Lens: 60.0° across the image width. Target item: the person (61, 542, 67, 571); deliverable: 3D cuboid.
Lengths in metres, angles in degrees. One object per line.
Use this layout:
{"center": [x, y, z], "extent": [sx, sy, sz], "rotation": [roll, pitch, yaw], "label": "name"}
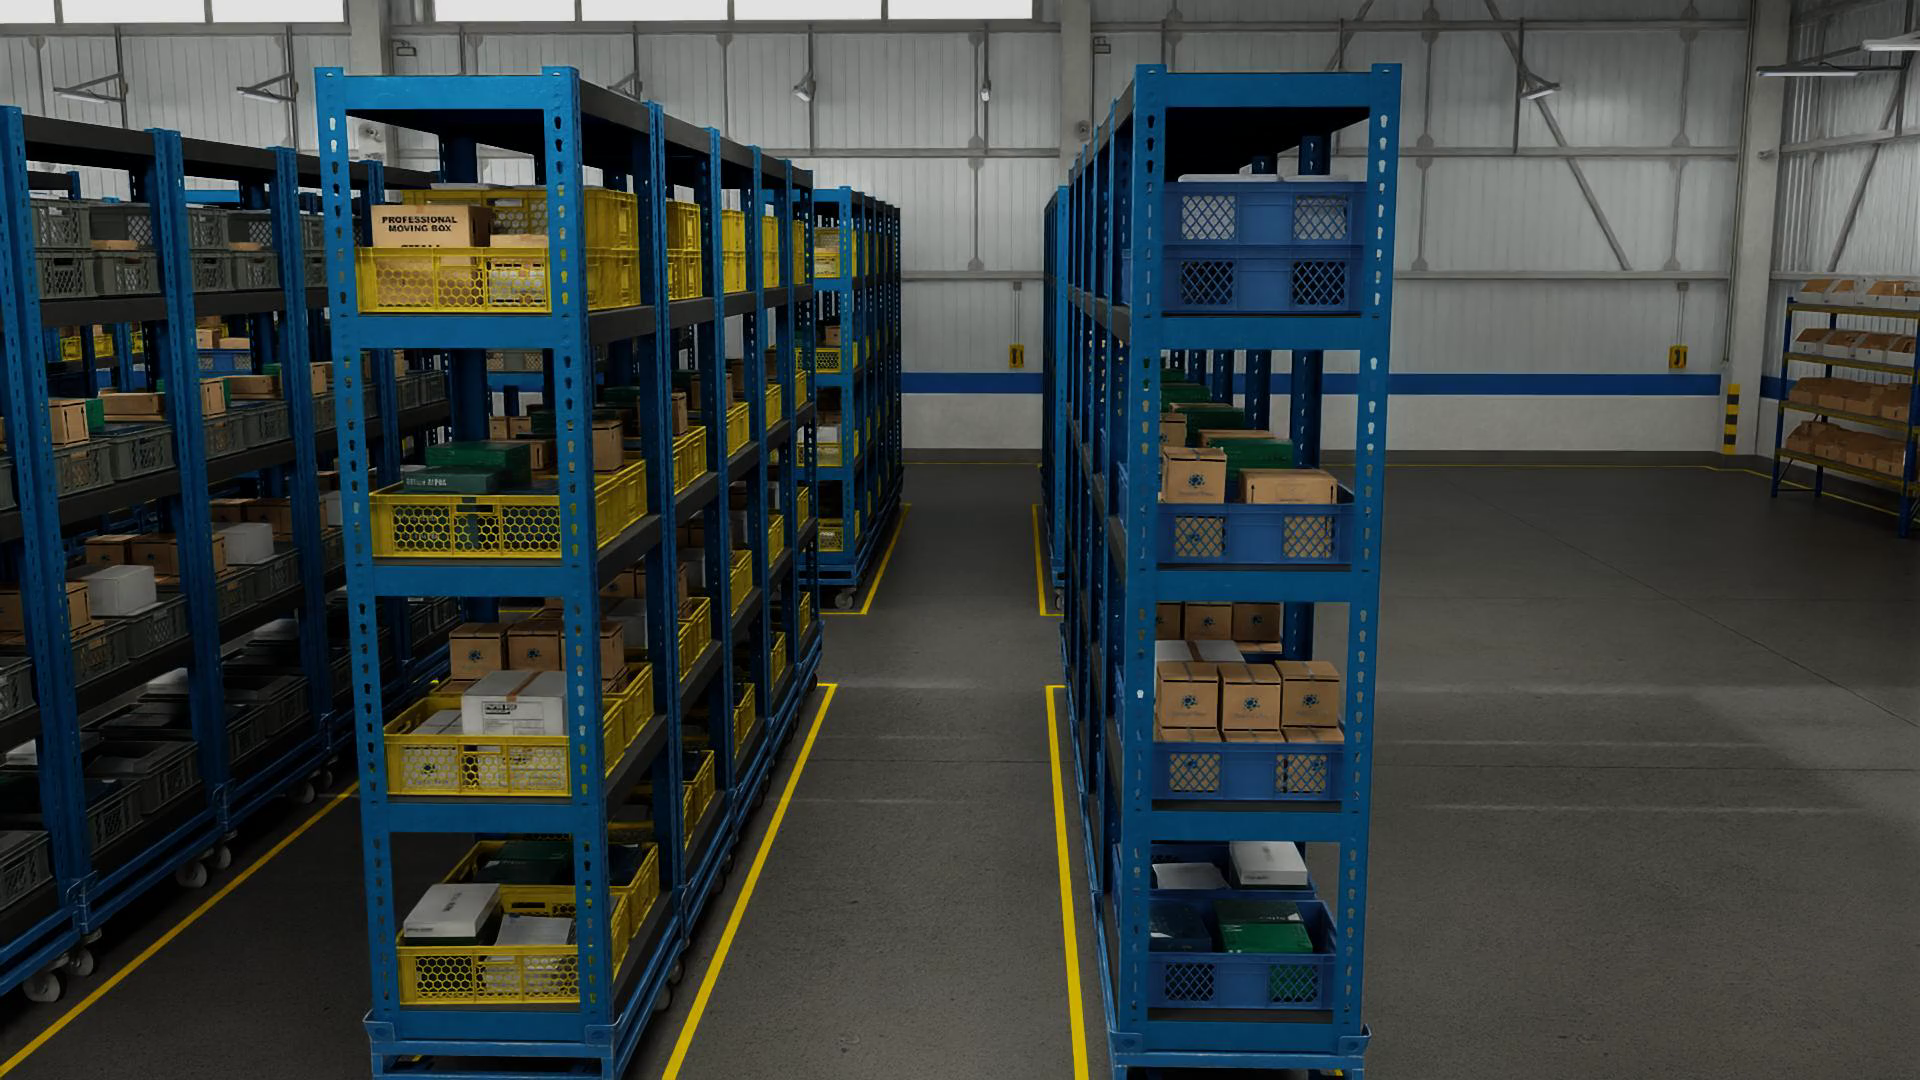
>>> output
{"center": [-7.889, -0.295, 14.172], "extent": [0.388, 1.847, 0.564], "rotation": [3, 10, 20], "label": "person"}
